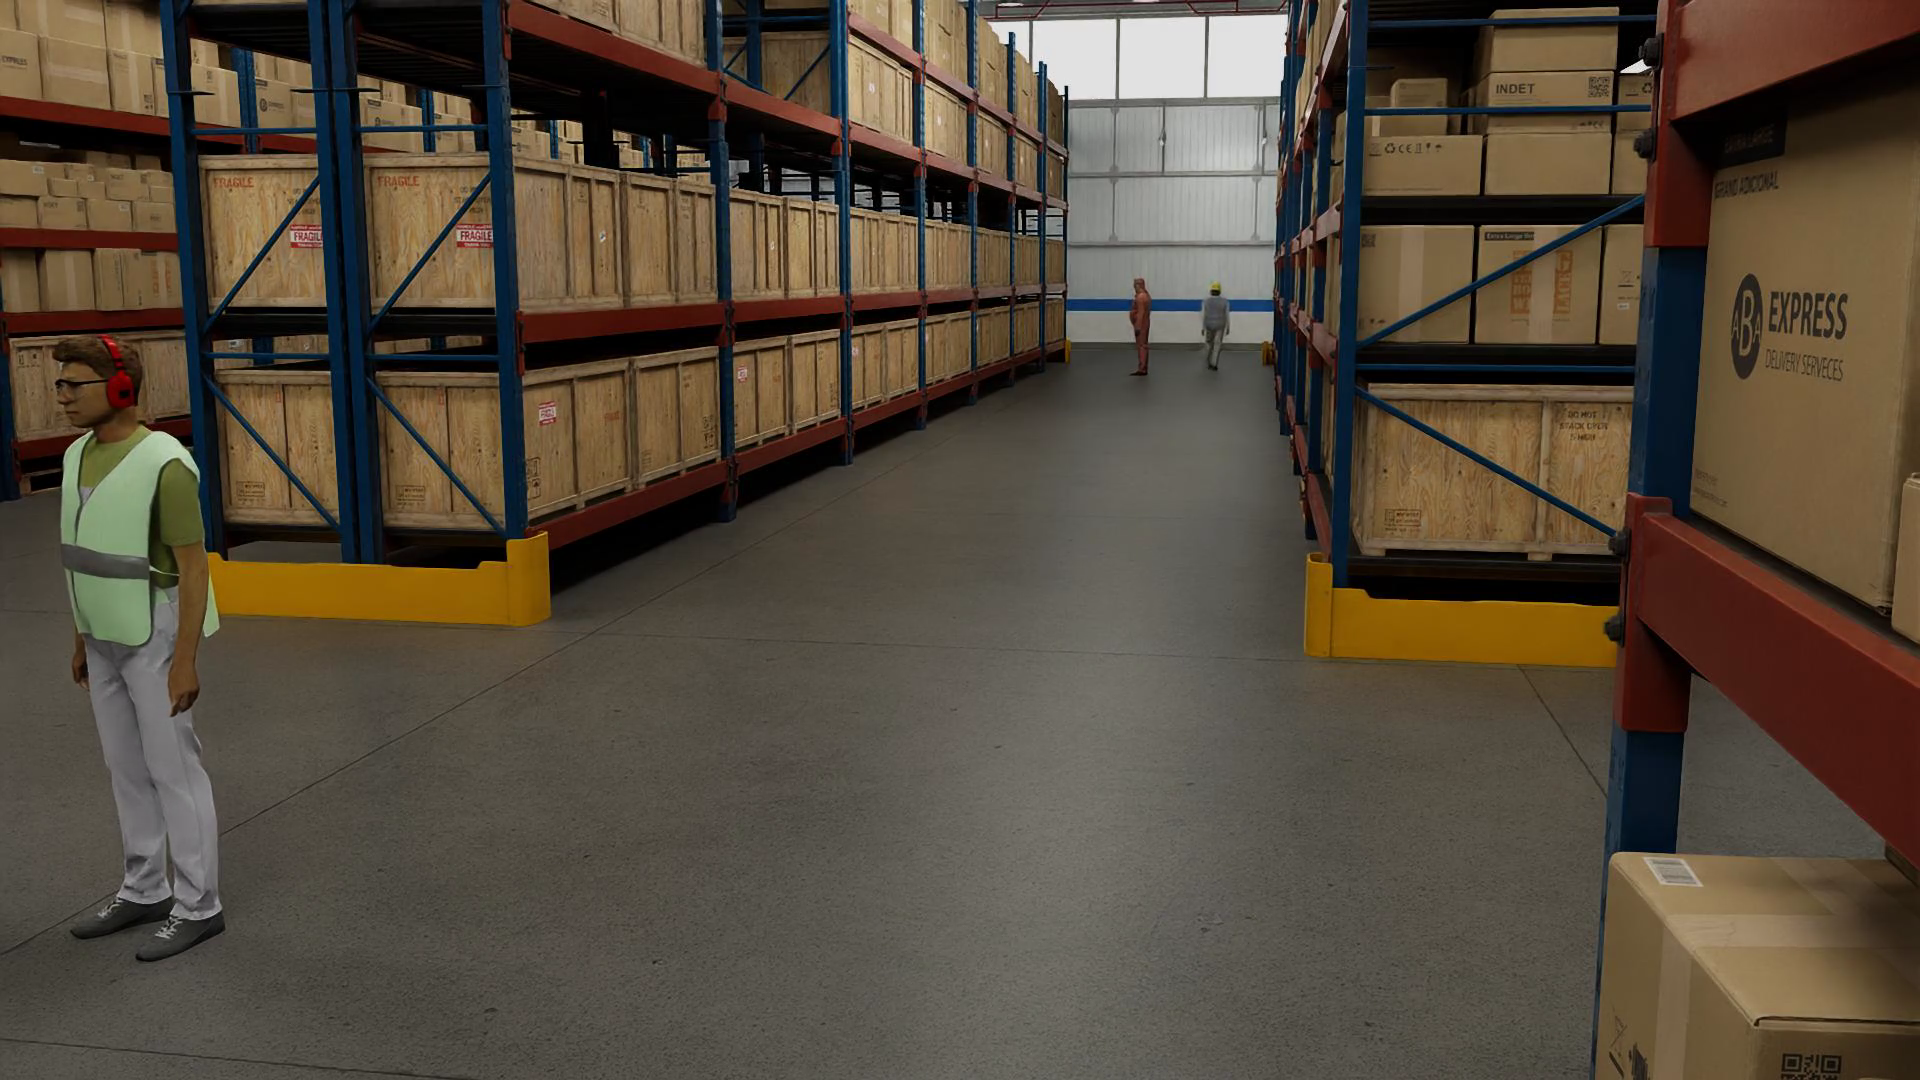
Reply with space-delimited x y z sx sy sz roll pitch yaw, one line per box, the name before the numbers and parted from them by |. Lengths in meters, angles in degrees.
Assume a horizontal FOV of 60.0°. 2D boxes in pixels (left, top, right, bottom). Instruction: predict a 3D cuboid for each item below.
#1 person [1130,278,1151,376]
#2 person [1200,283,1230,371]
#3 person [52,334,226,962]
person | 3.521 -4.167 32.580 0.404 1.902 0.636 3 10 16
person | 5.284 -4.398 34.343 0.590 1.783 0.925 3 10 17
person | -2.434 0.312 4.952 0.572 1.843 0.373 6 11 32
